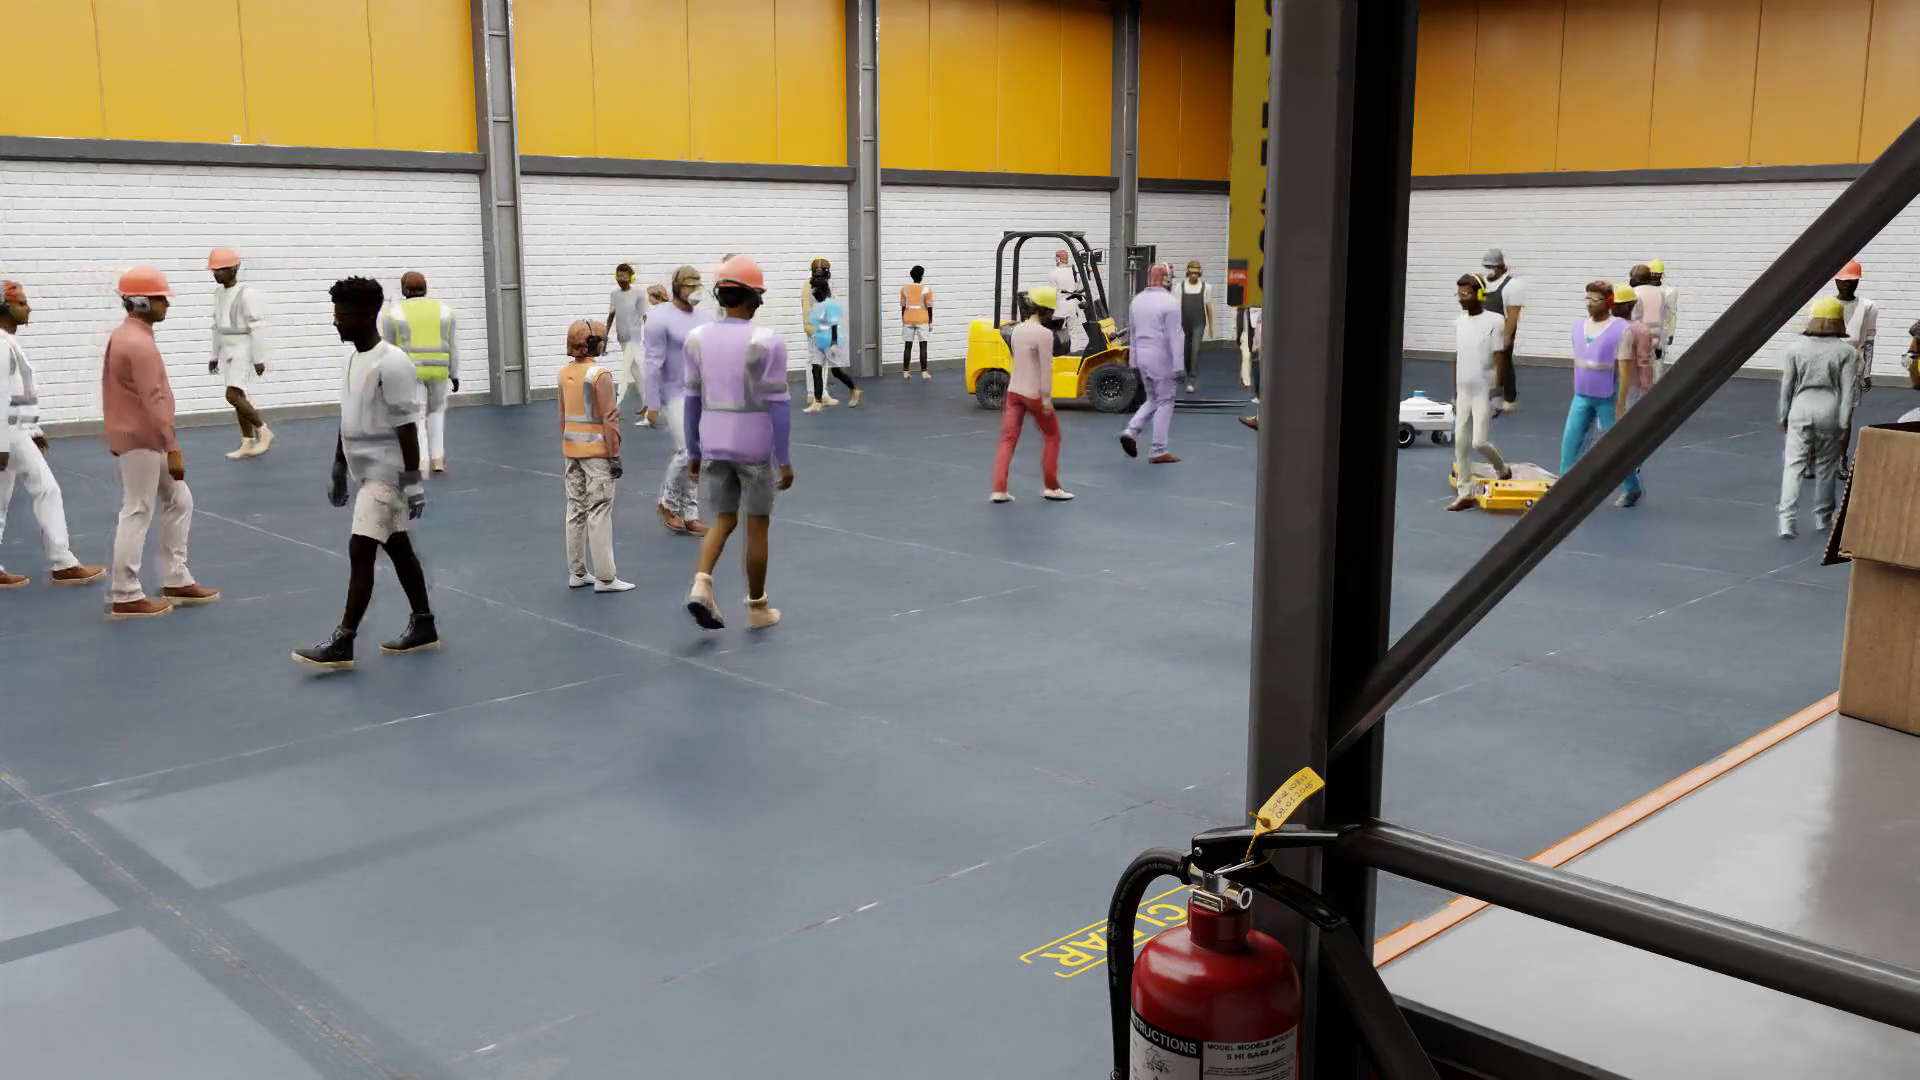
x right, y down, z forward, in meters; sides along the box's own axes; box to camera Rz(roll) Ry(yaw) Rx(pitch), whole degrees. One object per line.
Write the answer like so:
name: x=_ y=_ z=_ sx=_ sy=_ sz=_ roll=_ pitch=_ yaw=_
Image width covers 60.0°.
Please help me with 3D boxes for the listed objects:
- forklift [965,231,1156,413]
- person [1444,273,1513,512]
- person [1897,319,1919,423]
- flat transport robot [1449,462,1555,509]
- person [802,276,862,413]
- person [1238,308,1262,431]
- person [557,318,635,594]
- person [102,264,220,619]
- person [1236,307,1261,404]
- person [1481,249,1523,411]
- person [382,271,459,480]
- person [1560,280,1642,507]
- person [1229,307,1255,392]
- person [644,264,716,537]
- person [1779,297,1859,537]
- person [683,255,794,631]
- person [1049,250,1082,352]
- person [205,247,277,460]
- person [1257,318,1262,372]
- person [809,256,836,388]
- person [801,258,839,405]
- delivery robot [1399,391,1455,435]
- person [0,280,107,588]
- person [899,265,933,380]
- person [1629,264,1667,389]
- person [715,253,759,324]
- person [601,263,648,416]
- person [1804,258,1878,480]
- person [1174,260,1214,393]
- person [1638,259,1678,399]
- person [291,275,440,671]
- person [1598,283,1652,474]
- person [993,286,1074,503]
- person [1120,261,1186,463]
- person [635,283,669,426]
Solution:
forklift: x=1.222 y=-2.721 z=20.561 sx=2.313 sy=2.155 sz=1.214 roll=2 pitch=11 yaw=13
person: x=4.033 y=-1.137 z=12.877 sx=0.565 sy=1.843 sz=0.536 roll=-7 pitch=13 yaw=-34
person: x=3.475 y=0.127 z=5.962 sx=0.505 sy=1.860 sz=0.320 roll=-5 pitch=11 yaw=-24
flat transport robot: x=4.431 y=-0.454 z=13.447 sx=0.652 sy=0.197 sz=1.431 roll=1 pitch=10 yaw=5
person: x=-1.559 y=-2.366 z=20.129 sx=0.781 sy=1.654 sz=0.541 roll=-8 pitch=13 yaw=-36
person: x=3.476 y=-2.110 z=18.190 sx=1.052 sy=1.843 sz=0.657 roll=-5 pitch=12 yaw=-27
person: x=-2.209 y=-0.498 z=9.954 sx=0.513 sy=1.641 sz=0.307 roll=9 pitch=14 yaw=40
person: x=-4.479 y=-0.547 z=9.321 sx=0.745 sy=1.964 sz=0.649 roll=-7 pitch=12 yaw=-32
person: x=3.797 y=-2.669 z=21.103 sx=0.618 sy=1.891 sz=0.464 roll=-3 pitch=11 yaw=-15
person: x=6.420 y=-2.544 z=20.014 sx=1.020 sy=2.000 sz=0.688 roll=-9 pitch=14 yaw=-41
person: x=-4.767 y=-1.449 z=14.644 sx=0.654 sy=1.820 sz=0.594 roll=-7 pitch=12 yaw=-32
person: x=4.982 y=-1.115 z=12.897 sx=0.952 sy=1.801 sz=0.578 roll=-6 pitch=12 yaw=-29
person: x=3.973 y=-2.854 z=22.967 sx=0.522 sy=1.584 sz=0.779 roll=-2 pitch=11 yaw=-11
person: x=-1.912 y=-0.968 z=11.733 sx=0.436 sy=1.925 sz=0.656 roll=7 pitch=12 yaw=33
person: x=6.091 y=-0.874 z=11.845 sx=0.502 sy=1.695 sz=0.895 roll=8 pitch=13 yaw=39
person: x=-1.196 y=-0.481 z=8.804 sx=0.619 sy=2.032 sz=0.618 roll=5 pitch=11 yaw=24
person: x=1.616 y=-3.623 z=26.275 sx=0.638 sy=1.906 sz=0.406 roll=-7 pitch=13 yaw=-35
person: x=-6.880 y=-1.754 z=15.761 sx=0.605 sy=2.019 sz=0.442 roll=9 pitch=14 yaw=41
person: x=3.245 y=-1.808 z=16.310 sx=0.648 sy=1.930 sz=0.432 roll=2 pitch=11 yaw=10
person: x=-1.961 y=-3.058 z=23.378 sx=0.403 sy=1.837 sz=0.591 roll=-4 pitch=11 yaw=-20
person: x=-1.761 y=-2.624 z=21.003 sx=0.429 sy=1.839 sz=0.633 roll=-5 pitch=12 yaw=-27
delivery robot: x=4.642 y=-1.268 z=16.856 sx=0.707 sy=0.478 sz=0.477 roll=-1 pitch=10 yaw=-5
person: x=-5.635 y=-0.631 z=10.068 sx=0.841 sy=1.852 sz=0.572 roll=-7 pitch=12 yaw=-33
person: x=-0.646 y=-3.226 z=24.696 sx=0.537 sy=1.693 sz=0.320 roll=4 pitch=11 yaw=19
person: x=7.778 y=-2.227 z=18.941 sx=0.631 sy=1.815 sz=0.822 roll=-5 pitch=11 yaw=-24
person: x=-2.683 y=-2.497 z=20.066 sx=0.641 sy=1.923 sz=0.453 roll=4 pitch=11 yaw=23
person: x=-3.904 y=-2.314 z=19.417 sx=0.544 sy=1.806 sz=1.007 roll=7 pitch=13 yaw=35
person: x=7.667 y=-1.481 z=14.505 sx=0.551 sy=1.934 sz=0.372 roll=3 pitch=11 yaw=15
person: x=3.207 y=-2.935 z=22.832 sx=0.562 sy=1.807 sz=0.868 roll=3 pitch=11 yaw=14
person: x=8.934 y=-2.708 z=21.500 sx=0.593 sy=1.825 sz=0.403 roll=5 pitch=11 yaw=24
person: x=-3.002 y=-0.326 z=8.214 sx=0.887 sy=1.927 sz=0.616 roll=-8 pitch=13 yaw=-37
person: x=5.646 y=-1.315 z=14.117 sx=0.674 sy=1.740 sz=0.522 roll=-6 pitch=12 yaw=-31
person: x=0.612 y=-1.145 z=13.245 sx=0.765 sy=1.723 sz=0.517 roll=-8 pitch=13 yaw=-36
person: x=1.836 y=-1.650 z=15.572 sx=0.478 sy=1.894 sz=0.651 roll=-6 pitch=12 yaw=-29
person: x=-3.270 y=-2.094 z=18.774 sx=0.818 sy=1.603 sz=0.535 roll=-7 pitch=12 yaw=-32
